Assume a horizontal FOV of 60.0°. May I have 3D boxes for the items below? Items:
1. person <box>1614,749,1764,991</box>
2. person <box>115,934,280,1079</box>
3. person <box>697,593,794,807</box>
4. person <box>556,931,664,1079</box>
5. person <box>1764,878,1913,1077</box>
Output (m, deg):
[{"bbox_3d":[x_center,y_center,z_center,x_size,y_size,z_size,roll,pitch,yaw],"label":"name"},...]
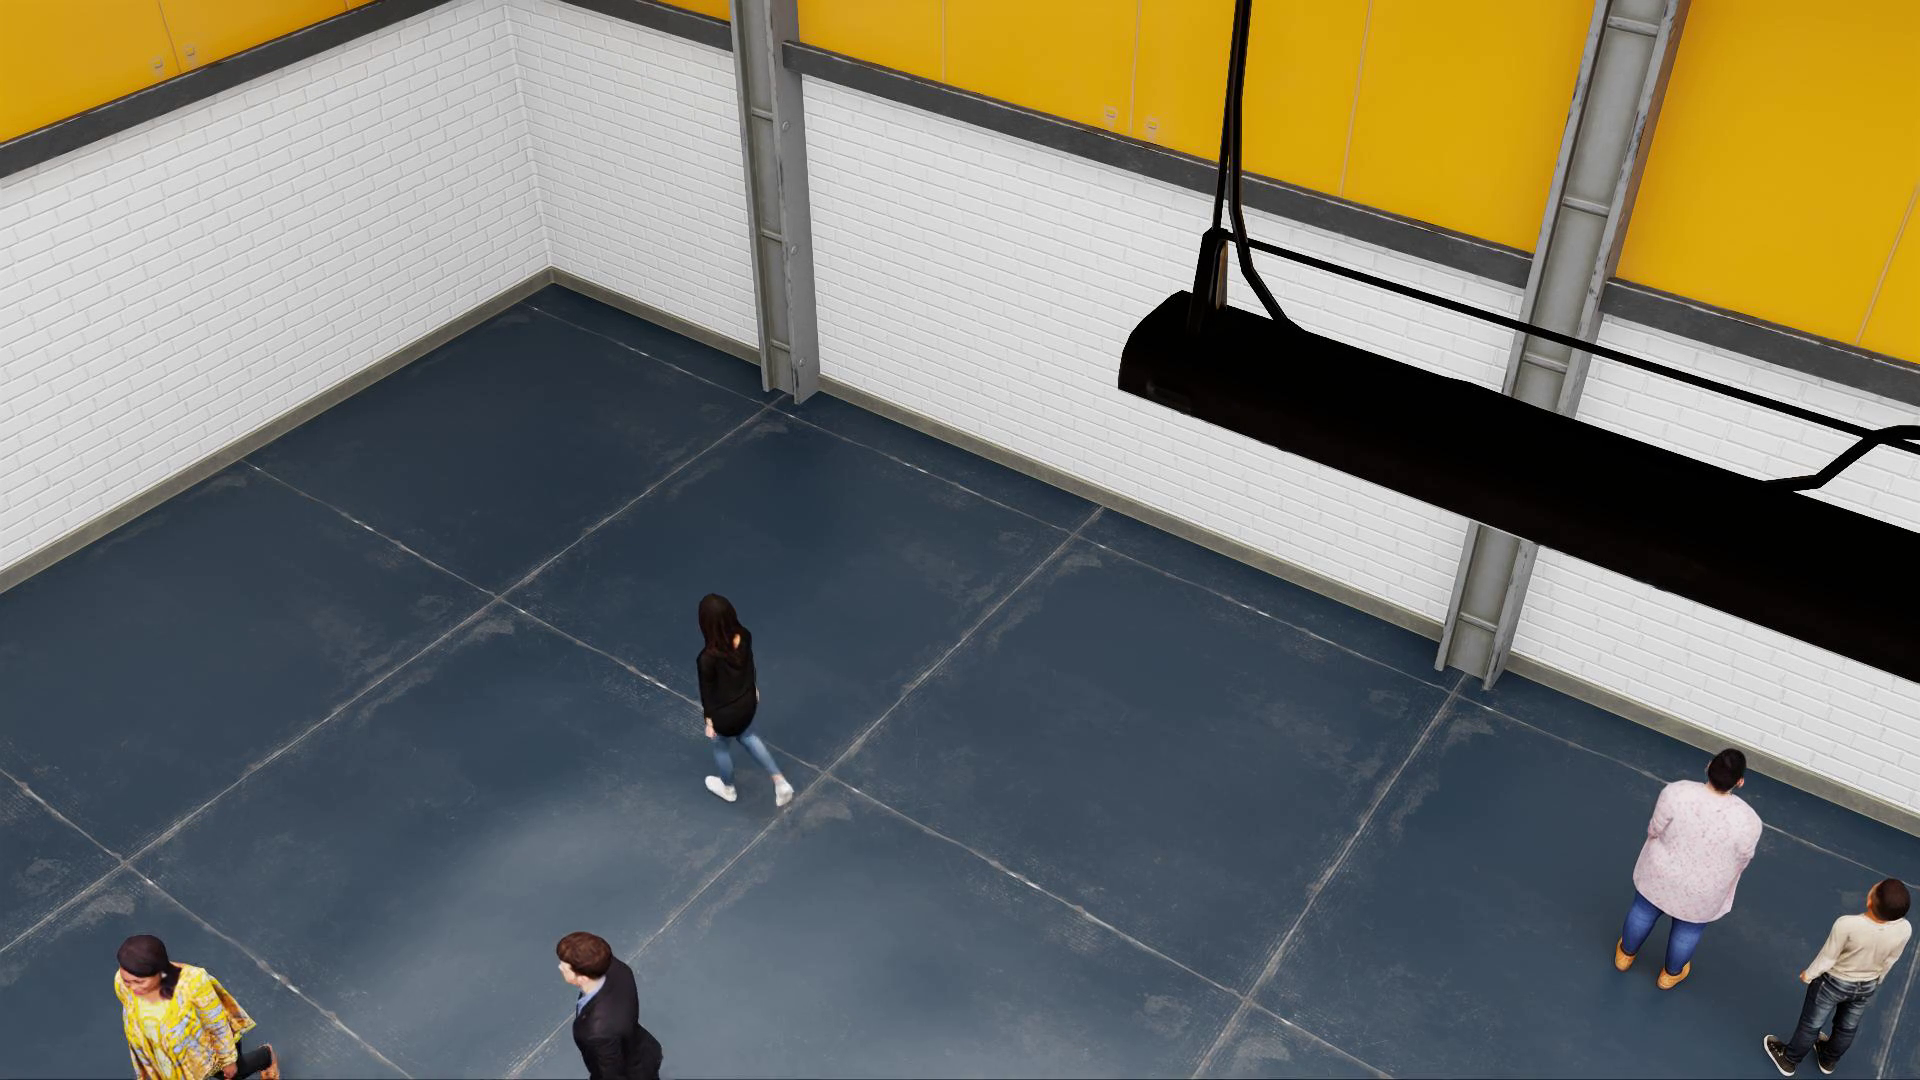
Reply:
[{"bbox_3d":[3.894,1.742,8.895,0.541,1.744,0.730,24,45,27],"label":"person"},{"bbox_3d":[-3.700,2.424,8.139,1.105,1.621,1.112,-1,39,-2],"label":"person"},{"bbox_3d":[-1.315,1.010,9.901,0.888,1.632,0.587,26,45,28],"label":"person"},{"bbox_3d":[-1.514,2.510,7.860,1.310,1.836,1.169,-1,39,-1],"label":"person"},{"bbox_3d":[4.530,2.241,8.494,0.604,1.465,0.693,0,39,0],"label":"person"}]
